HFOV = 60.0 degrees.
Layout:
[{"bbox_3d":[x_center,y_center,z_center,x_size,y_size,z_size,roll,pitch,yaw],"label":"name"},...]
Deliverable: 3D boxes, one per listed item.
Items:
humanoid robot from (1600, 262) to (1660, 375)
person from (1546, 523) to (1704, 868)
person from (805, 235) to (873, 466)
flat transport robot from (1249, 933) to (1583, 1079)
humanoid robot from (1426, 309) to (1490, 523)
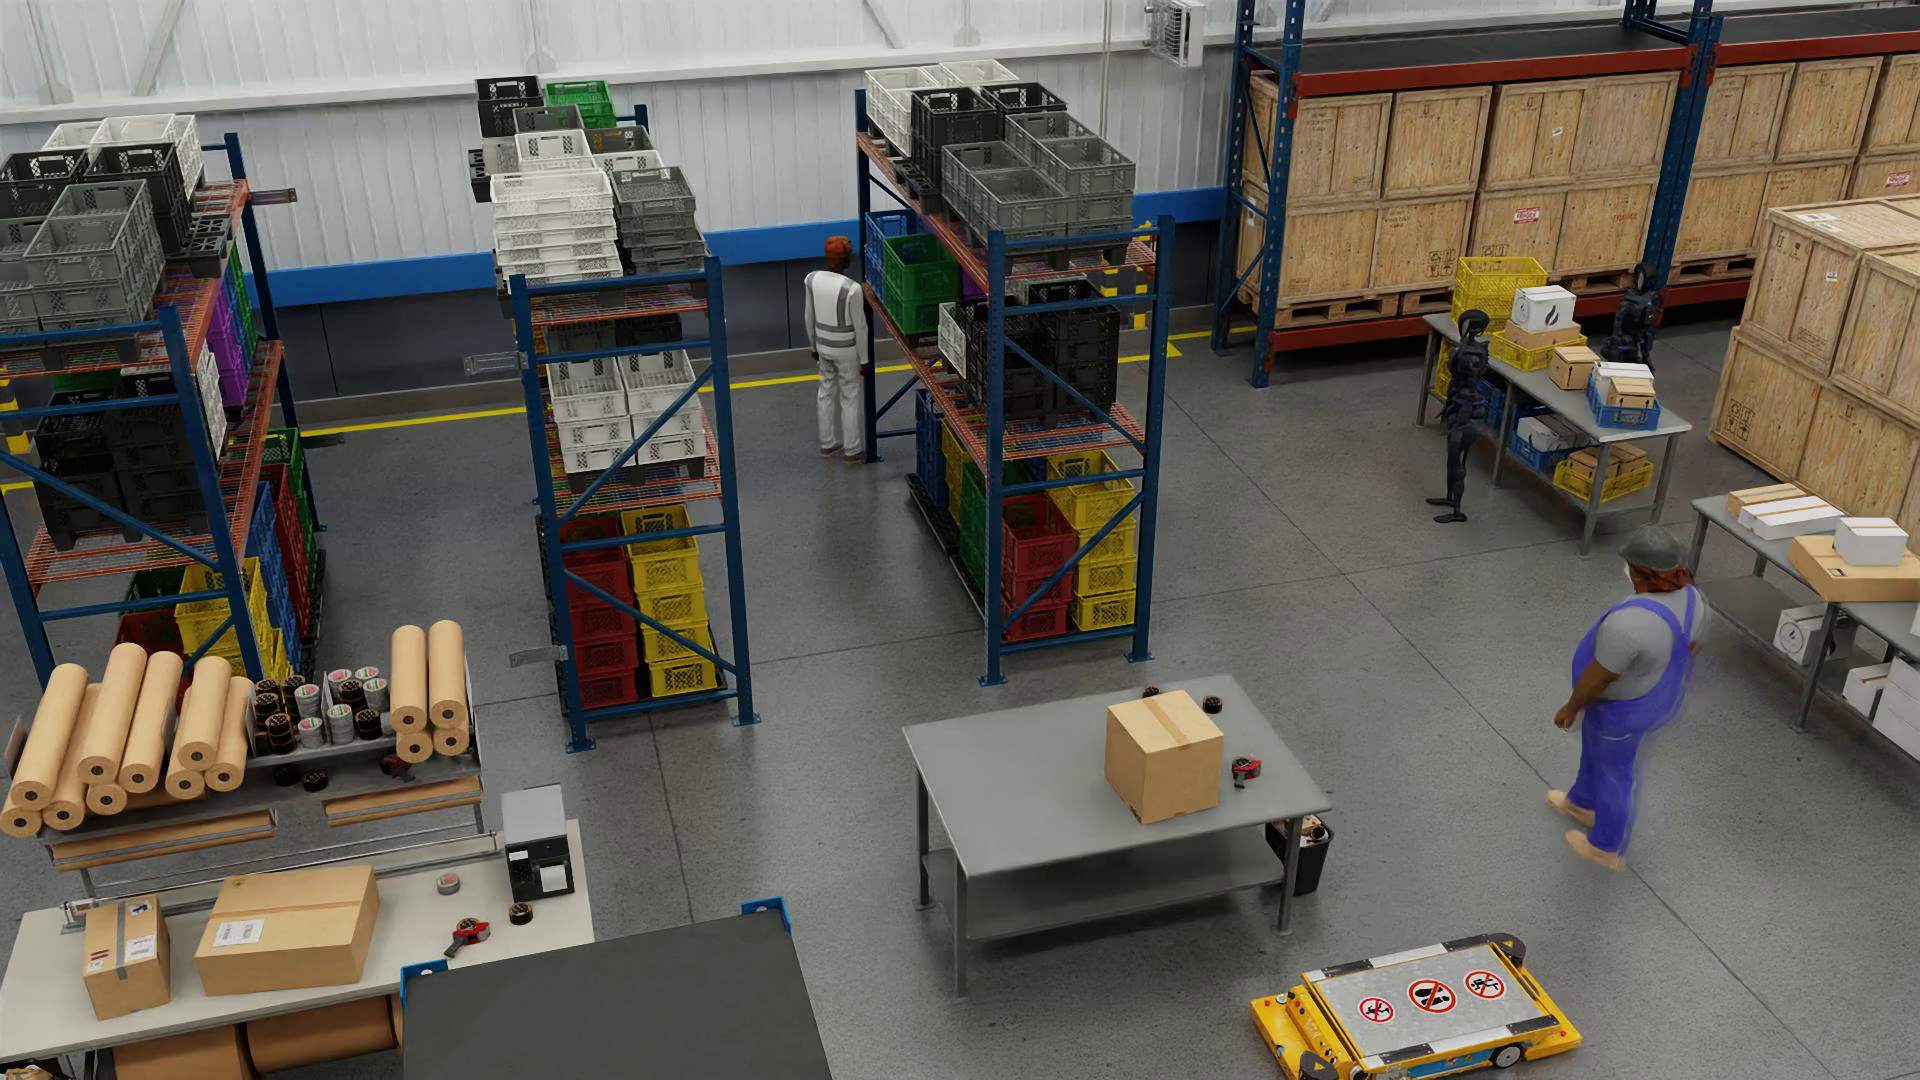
[{"bbox_3d":[5.315,-1.424,13.278,0.591,1.654,0.327,-20,35,-32],"label":"humanoid robot"},{"bbox_3d":[3.444,0.785,8.895,0.690,2.000,0.711,-24,37,-36],"label":"person"},{"bbox_3d":[-0.960,-1.500,13.214,0.581,1.882,0.337,19,34,31],"label":"person"},{"bbox_3d":[2.184,2.282,7.980,1.431,0.197,0.652,-8,30,-14],"label":"flat transport robot"},{"bbox_3d":[3.710,-0.931,12.377,0.327,1.657,0.591,2,29,4],"label":"humanoid robot"}]
